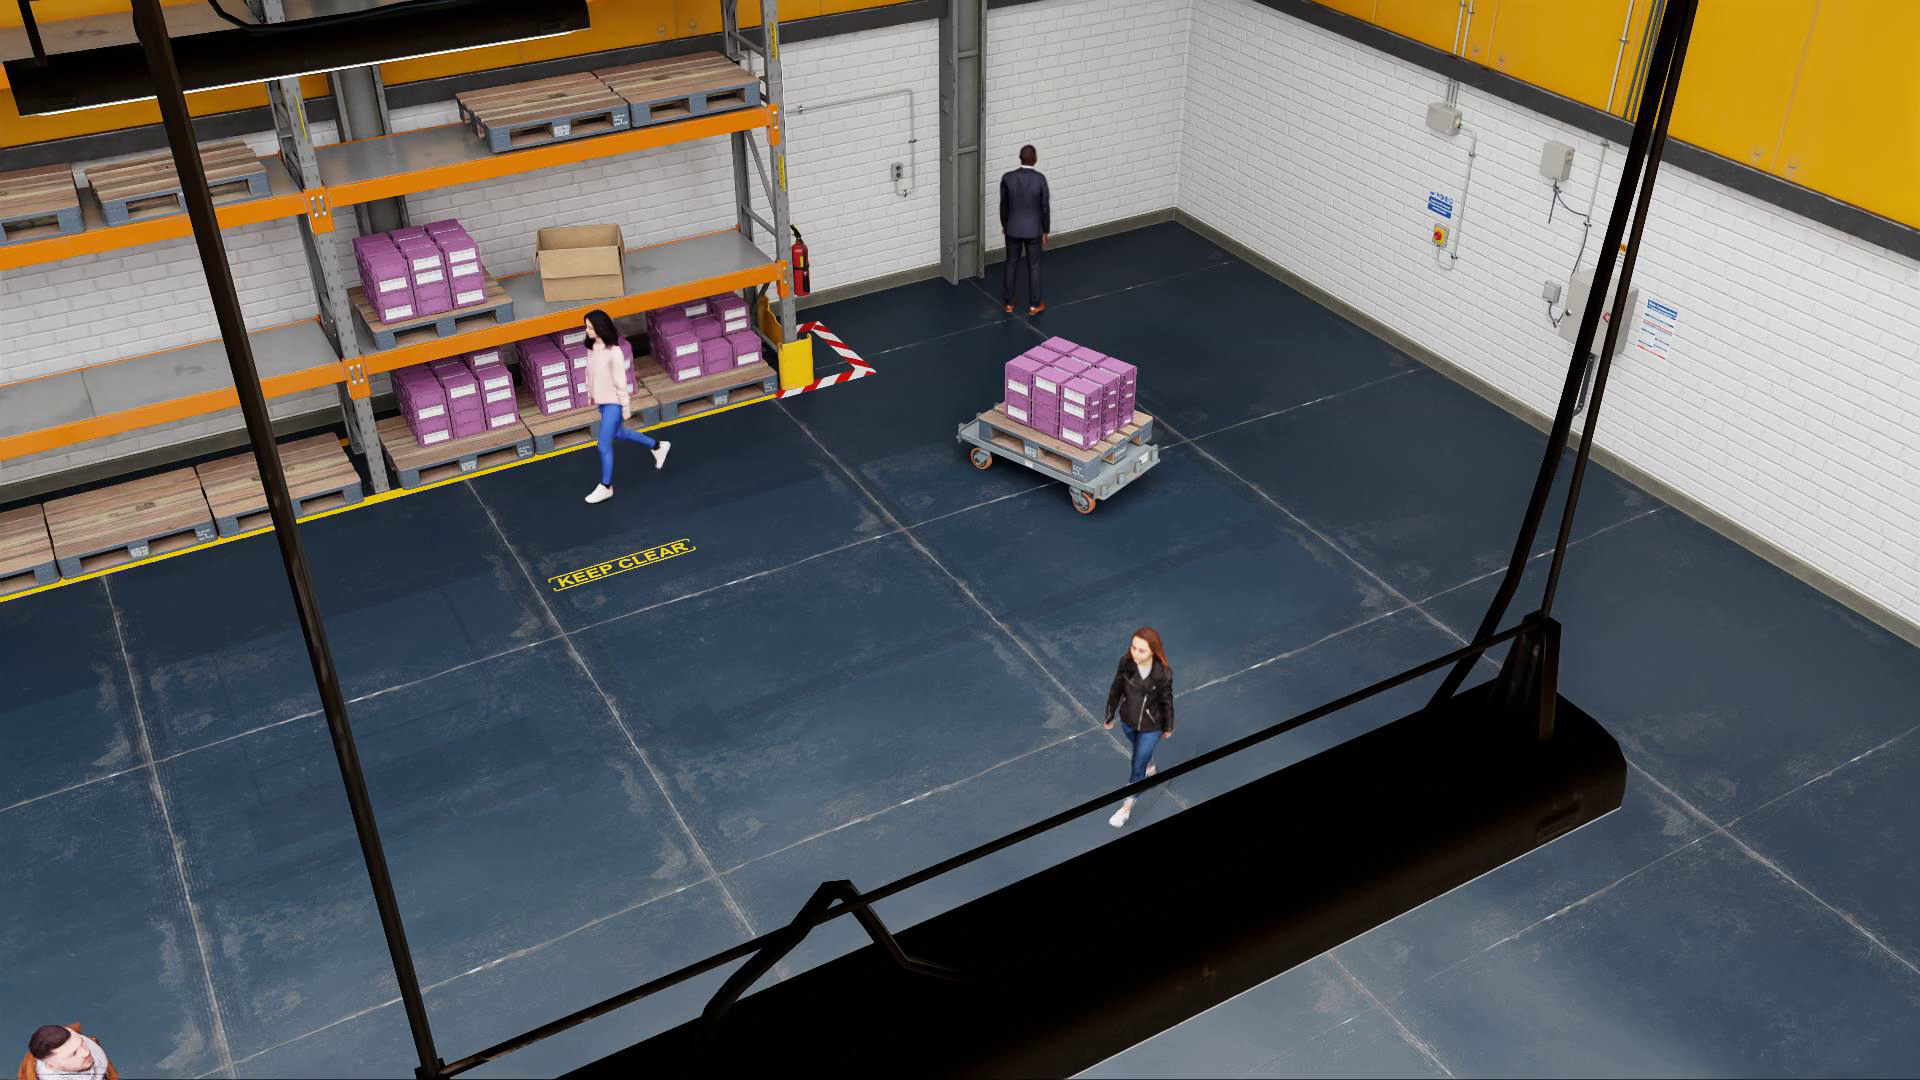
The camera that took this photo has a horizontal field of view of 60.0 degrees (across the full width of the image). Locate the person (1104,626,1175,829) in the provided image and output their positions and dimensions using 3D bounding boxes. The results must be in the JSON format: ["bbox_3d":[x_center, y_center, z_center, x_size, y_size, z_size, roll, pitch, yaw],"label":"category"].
[{"bbox_3d":[1.234,1.149,11.007,0.833,1.440,1.038,22,39,29],"label":"person"}]

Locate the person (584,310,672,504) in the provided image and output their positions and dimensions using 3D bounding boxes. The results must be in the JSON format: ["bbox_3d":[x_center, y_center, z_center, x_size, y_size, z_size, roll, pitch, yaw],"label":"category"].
[{"bbox_3d":[-2.903,-1.187,14.252,1.163,1.739,0.748,-23,40,-30],"label":"person"}]

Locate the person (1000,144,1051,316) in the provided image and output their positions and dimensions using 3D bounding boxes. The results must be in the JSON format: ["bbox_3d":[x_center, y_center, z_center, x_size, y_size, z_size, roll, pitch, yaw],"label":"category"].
[{"bbox_3d":[0.672,-3.208,17.216,0.782,1.822,0.832,10,35,14],"label":"person"}]

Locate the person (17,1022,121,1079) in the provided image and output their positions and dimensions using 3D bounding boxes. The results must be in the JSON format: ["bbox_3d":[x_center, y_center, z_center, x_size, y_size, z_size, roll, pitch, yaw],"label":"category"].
[{"bbox_3d":[-4.178,2.975,7.943,1.264,1.791,1.078,0,34,0],"label":"person"}]
